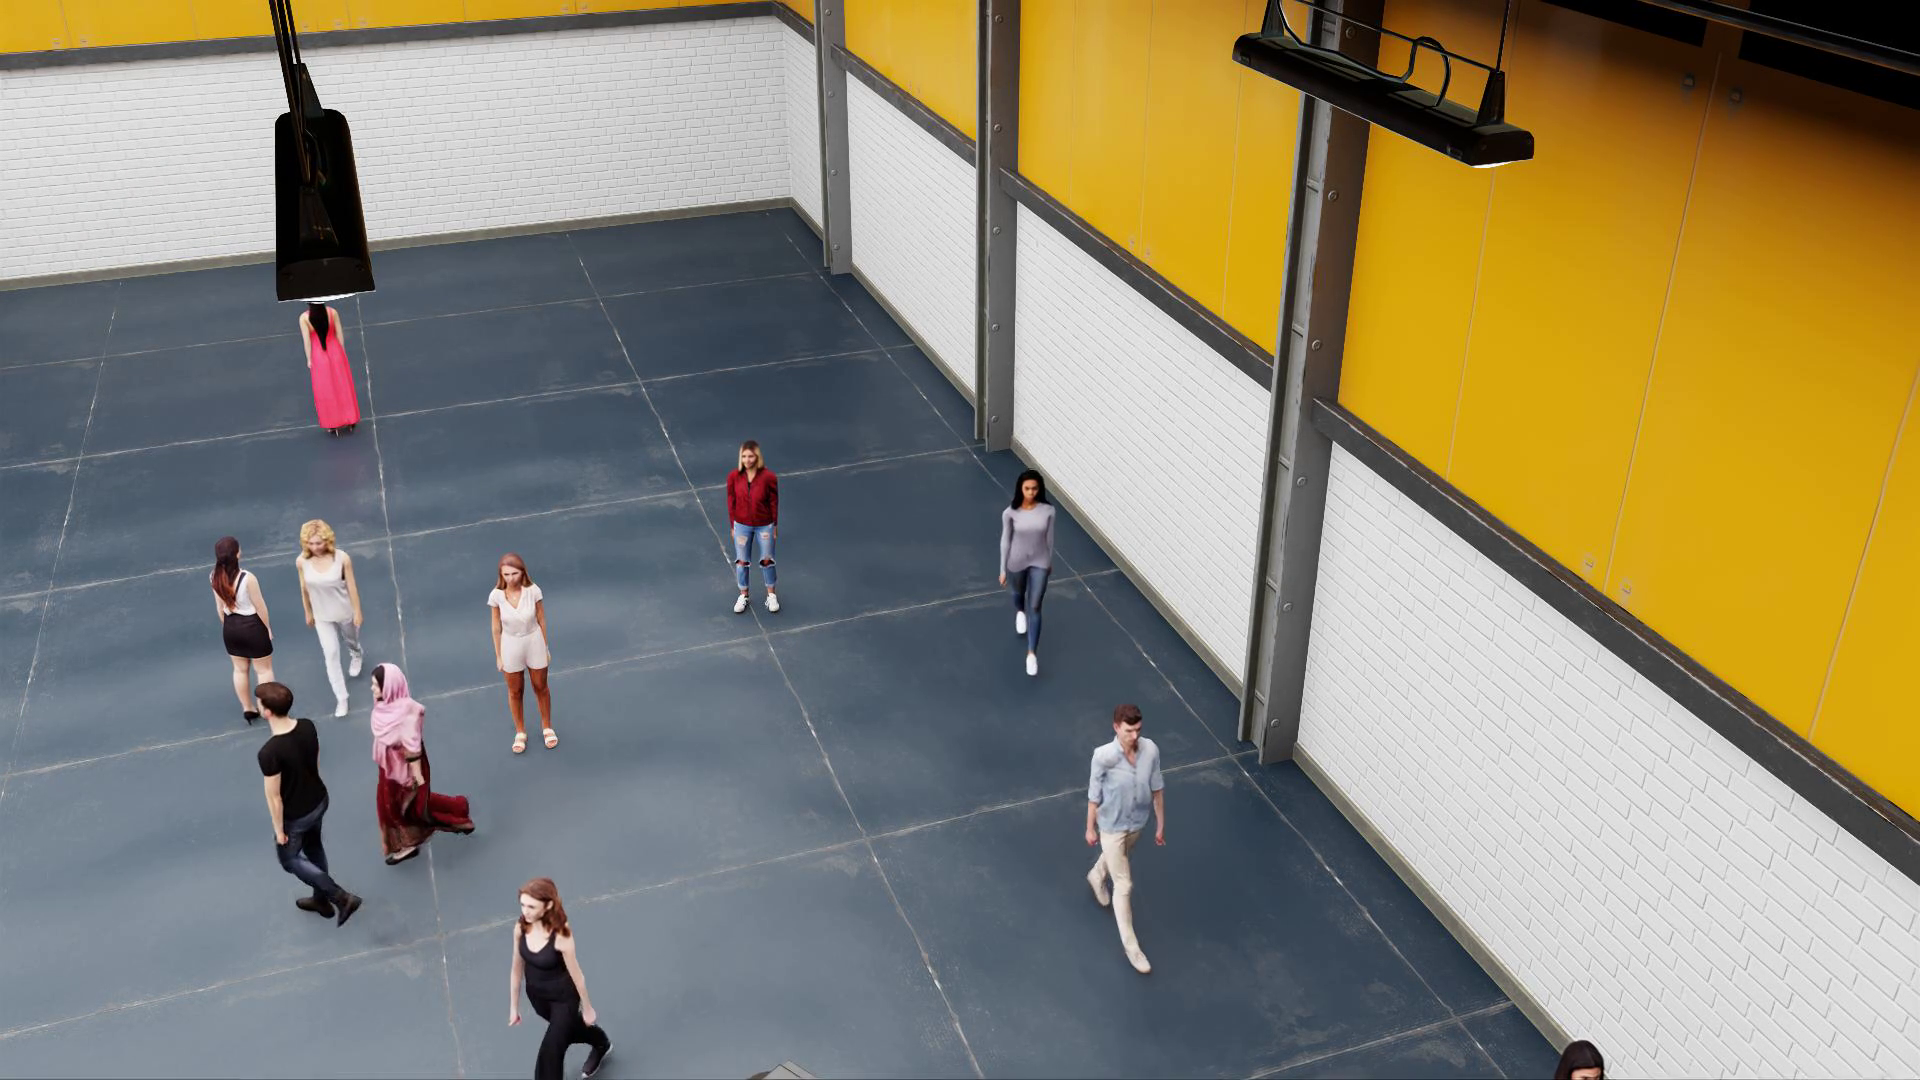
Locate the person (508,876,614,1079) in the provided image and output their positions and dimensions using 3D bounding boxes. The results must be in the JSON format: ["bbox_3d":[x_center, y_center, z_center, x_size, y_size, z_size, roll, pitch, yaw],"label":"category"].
[{"bbox_3d":[-2.282,2.595,9.621,1.132,1.697,1.174,13,31,23],"label":"person"}]

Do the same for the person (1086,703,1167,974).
[{"bbox_3d":[1.034,1.815,10.940,0.708,1.802,1.215,-11,31,-20],"label":"person"}]

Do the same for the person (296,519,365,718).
[{"bbox_3d":[-5.042,0.531,13.465,0.702,1.637,1.107,-6,29,-11],"label":"person"}]

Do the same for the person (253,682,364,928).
[{"bbox_3d":[-4.266,1.775,10.930,1.025,1.882,0.982,10,30,18],"label":"person"}]

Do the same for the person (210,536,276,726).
[{"bbox_3d":[-5.631,0.725,13.101,0.618,1.647,0.628,2,29,3],"label":"person"}]

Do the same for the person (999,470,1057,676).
[{"bbox_3d":[0.557,0.174,14.070,0.904,1.685,1.263,-1,29,-1],"label":"person"}]

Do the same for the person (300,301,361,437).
[{"bbox_3d":[-6.816,-1.956,17.930,0.671,1.727,0.651,-18,34,-30],"label":"person"}]

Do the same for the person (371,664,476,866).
[{"bbox_3d":[-3.828,1.536,11.639,0.908,1.621,0.929,-24,37,-37],"label":"person"}]

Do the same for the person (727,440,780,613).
[{"bbox_3d":[-1.818,-0.131,14.682,0.666,1.636,0.642,-1,29,-1],"label":"person"}]

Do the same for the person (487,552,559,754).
[{"bbox_3d":[-3.369,0.844,12.829,0.574,1.697,0.566,-8,30,-14],"label":"person"}]
